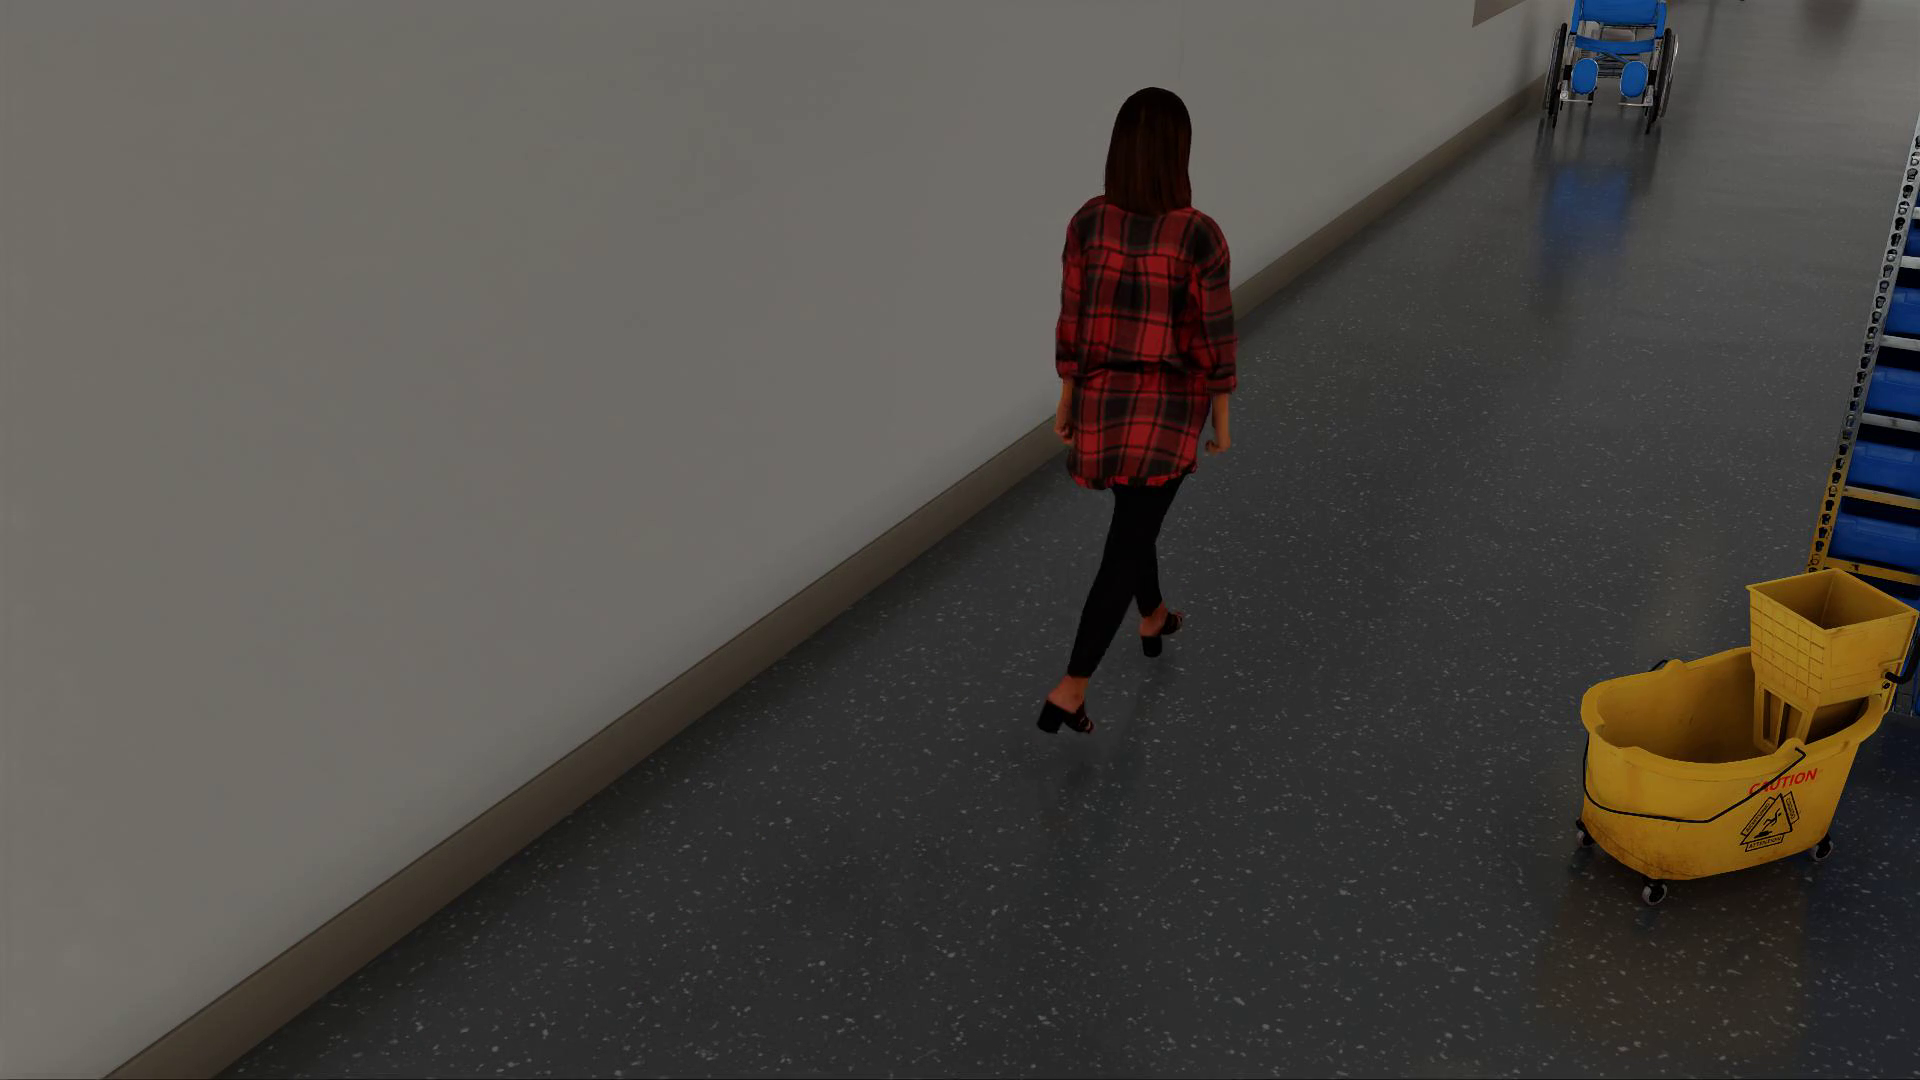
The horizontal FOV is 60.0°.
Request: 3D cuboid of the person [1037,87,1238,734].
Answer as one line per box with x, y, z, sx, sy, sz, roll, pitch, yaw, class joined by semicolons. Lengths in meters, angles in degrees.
0.416;-0.266;4.300;1.043;1.662;0.708;16;30;30;person
